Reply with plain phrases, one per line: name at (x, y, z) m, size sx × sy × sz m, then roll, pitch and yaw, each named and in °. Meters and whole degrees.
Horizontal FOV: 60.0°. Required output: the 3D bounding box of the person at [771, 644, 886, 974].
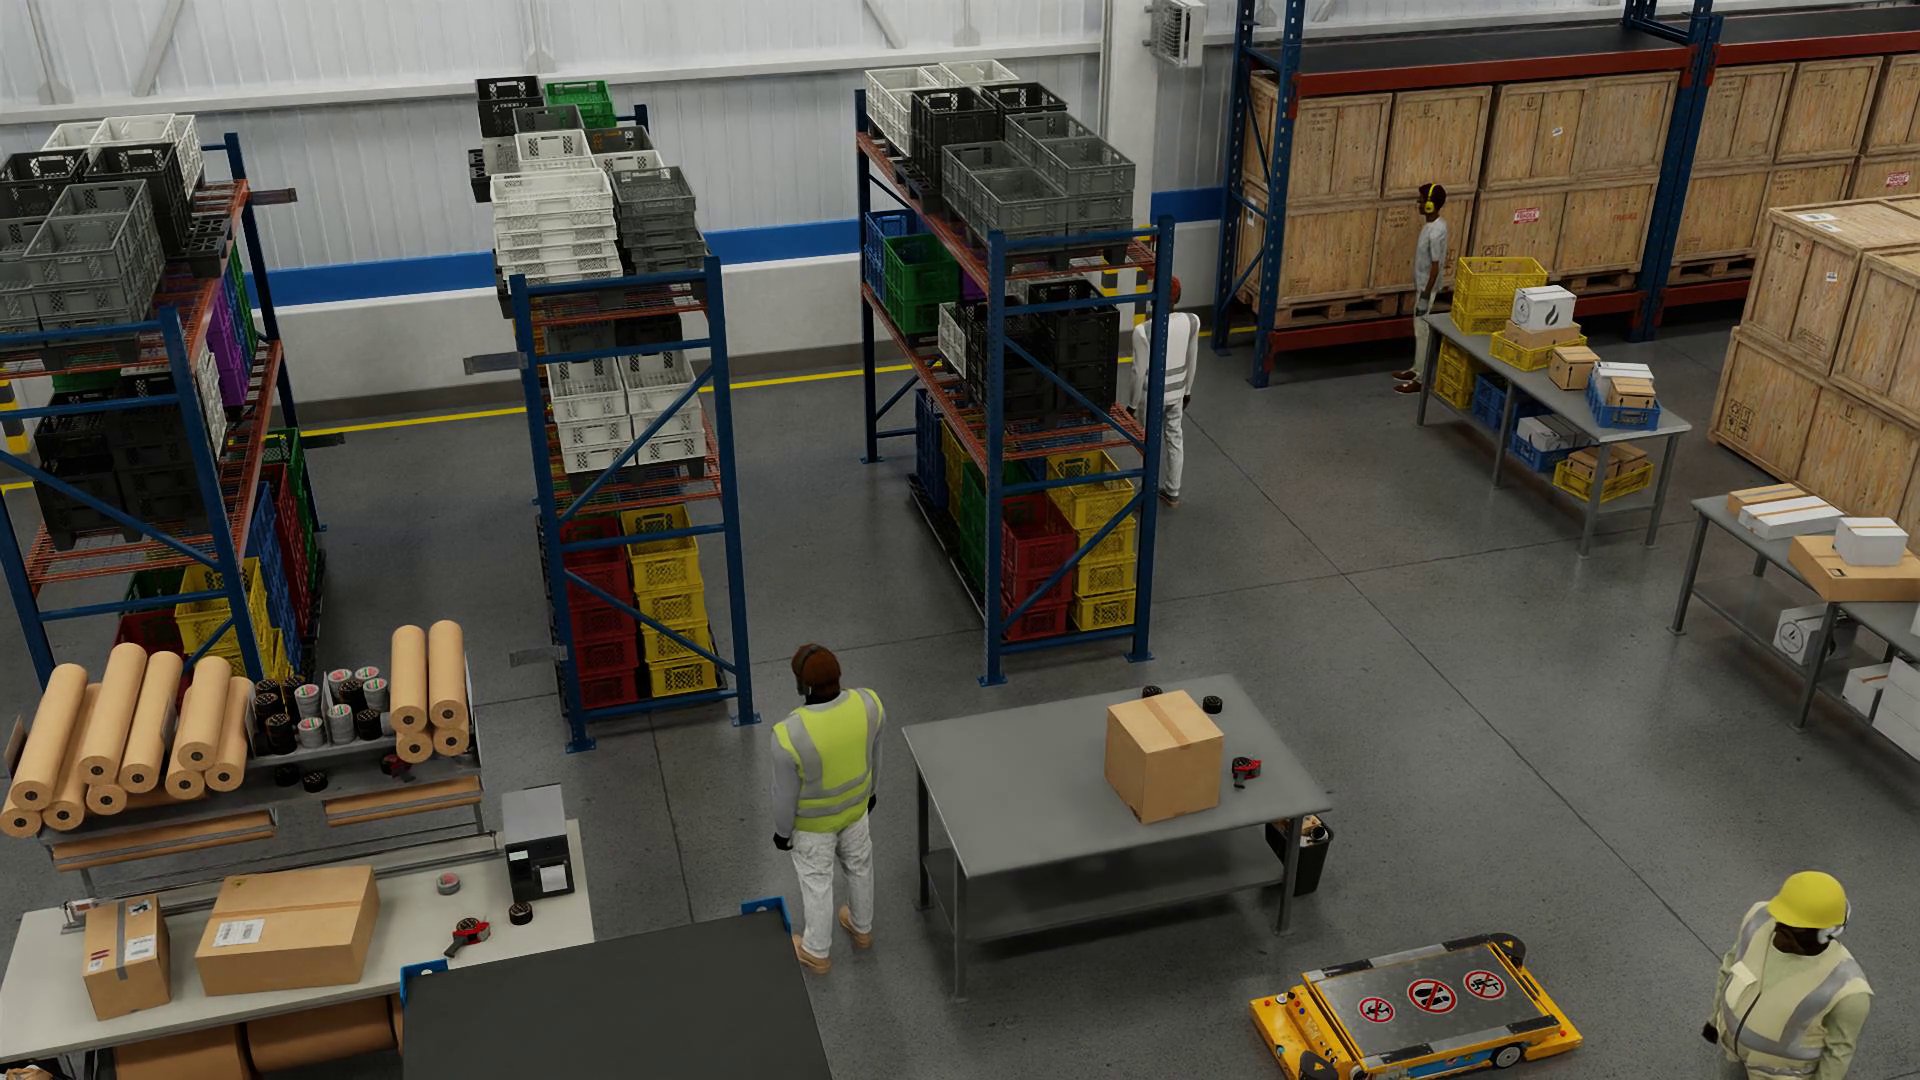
person at (-0.660, 1.305, 8.142) m, size 0.626 × 1.842 × 0.429 m, roll -21°, pitch 35°, yaw -34°

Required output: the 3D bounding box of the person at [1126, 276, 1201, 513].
person at (1.499, -1.086, 12.449) m, size 0.576 × 1.882 × 0.355 m, roll -15°, pitch 32°, yaw -25°

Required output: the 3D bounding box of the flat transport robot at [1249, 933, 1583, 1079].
flat transport robot at (2.184, 2.282, 7.980) m, size 1.431 × 0.197 × 0.652 m, roll -8°, pitch 30°, yaw -14°

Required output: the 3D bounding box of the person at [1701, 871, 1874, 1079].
person at (3.272, 2.073, 6.750) m, size 0.404 × 1.834 × 0.591 m, roll -12°, pitch 31°, yaw -20°

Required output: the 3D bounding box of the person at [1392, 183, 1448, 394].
person at (4.026, -2.179, 14.455) m, size 0.317 × 1.865 × 0.523 m, roll 6°, pitch 29°, yaw 11°
